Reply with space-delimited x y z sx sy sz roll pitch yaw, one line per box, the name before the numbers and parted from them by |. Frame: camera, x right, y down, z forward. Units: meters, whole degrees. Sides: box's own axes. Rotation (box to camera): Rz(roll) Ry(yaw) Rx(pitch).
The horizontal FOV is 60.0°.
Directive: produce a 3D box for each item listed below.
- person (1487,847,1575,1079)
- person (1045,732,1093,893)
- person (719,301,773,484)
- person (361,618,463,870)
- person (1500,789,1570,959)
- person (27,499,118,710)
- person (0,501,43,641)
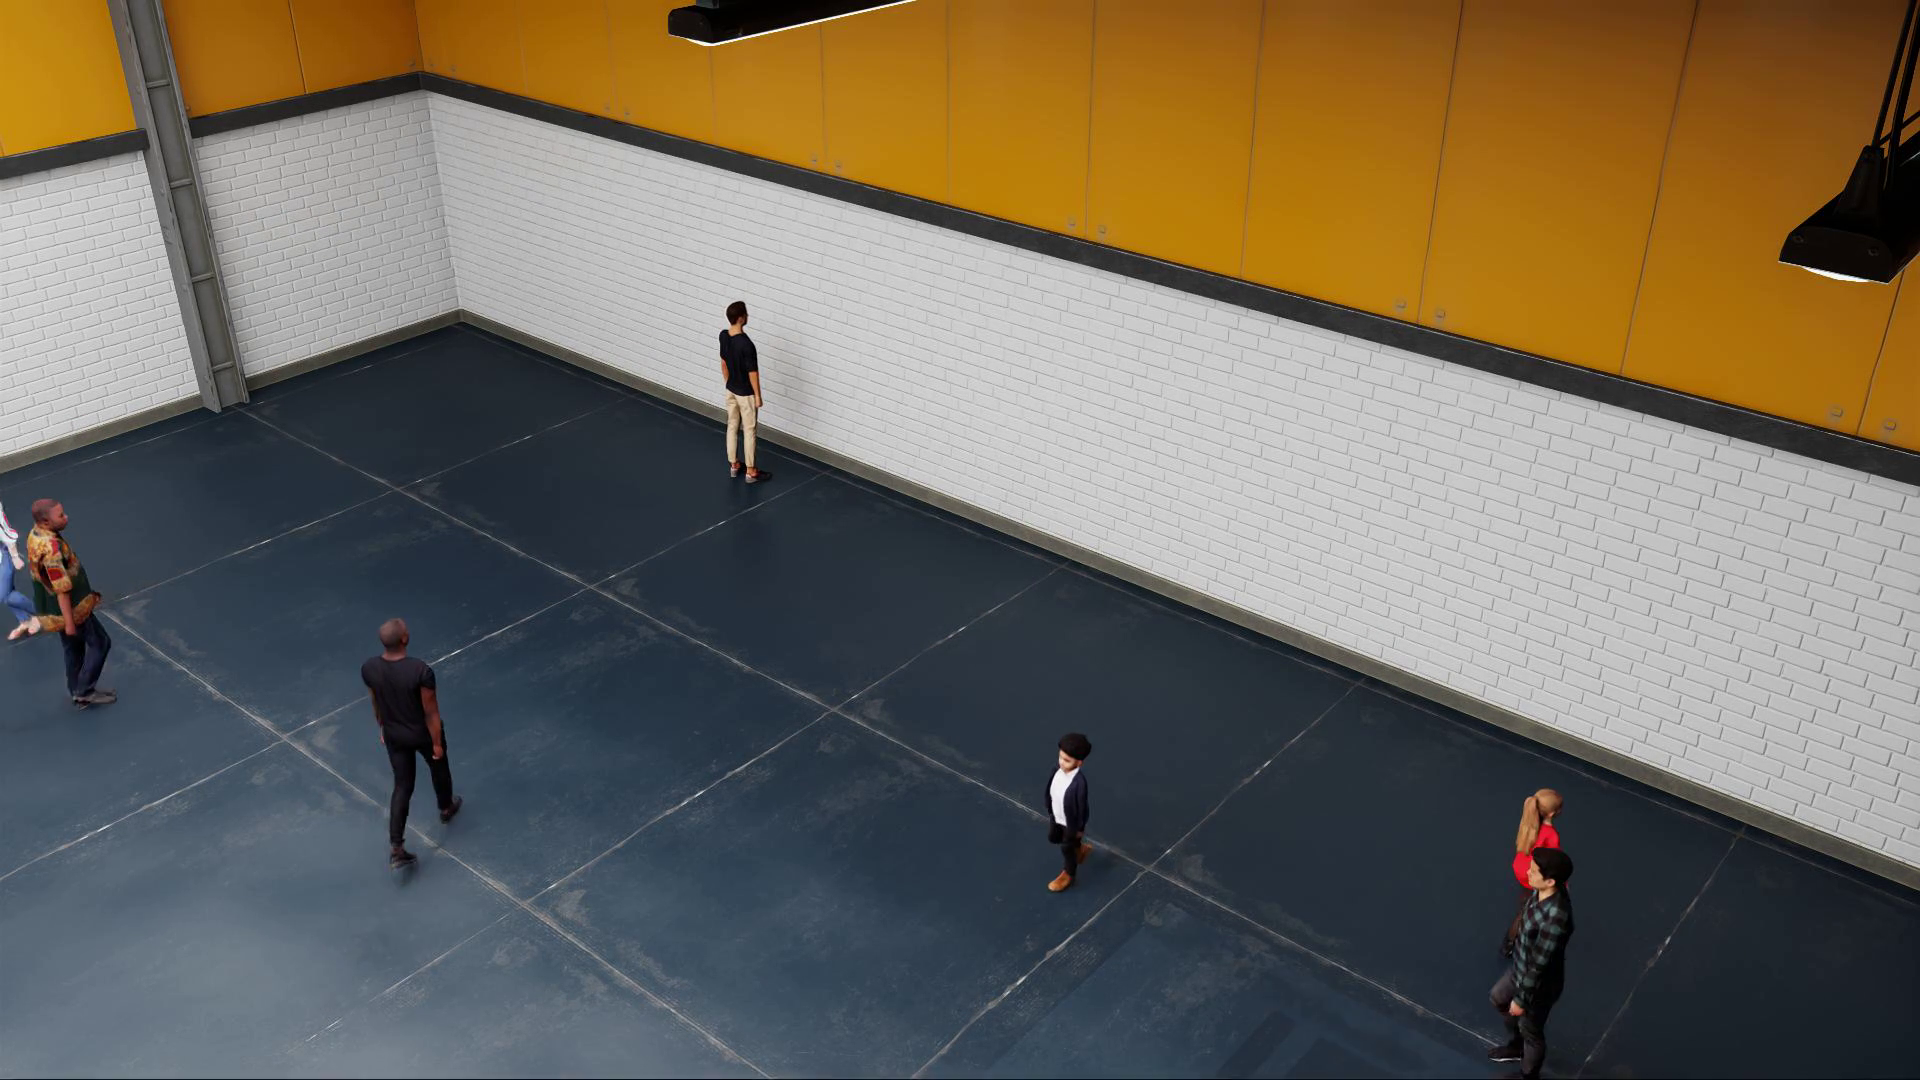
person | 3.313 2.442 9.368 0.825 1.703 0.737 4 29 7
person | 0.767 1.782 11.067 0.687 1.216 0.602 -16 32 -27
person | -2.150 -1.466 16.351 0.652 1.857 0.509 23 36 36
person | -3.740 1.386 11.201 1.077 1.782 1.280 4 29 7
person | 3.549 2.108 10.412 0.753 1.271 0.684 -4 29 -8
person | -6.944 0.527 12.765 0.780 1.791 0.745 -20 35 -32
person | -7.893 0.079 13.787 0.663 1.600 0.671 16 33 27
